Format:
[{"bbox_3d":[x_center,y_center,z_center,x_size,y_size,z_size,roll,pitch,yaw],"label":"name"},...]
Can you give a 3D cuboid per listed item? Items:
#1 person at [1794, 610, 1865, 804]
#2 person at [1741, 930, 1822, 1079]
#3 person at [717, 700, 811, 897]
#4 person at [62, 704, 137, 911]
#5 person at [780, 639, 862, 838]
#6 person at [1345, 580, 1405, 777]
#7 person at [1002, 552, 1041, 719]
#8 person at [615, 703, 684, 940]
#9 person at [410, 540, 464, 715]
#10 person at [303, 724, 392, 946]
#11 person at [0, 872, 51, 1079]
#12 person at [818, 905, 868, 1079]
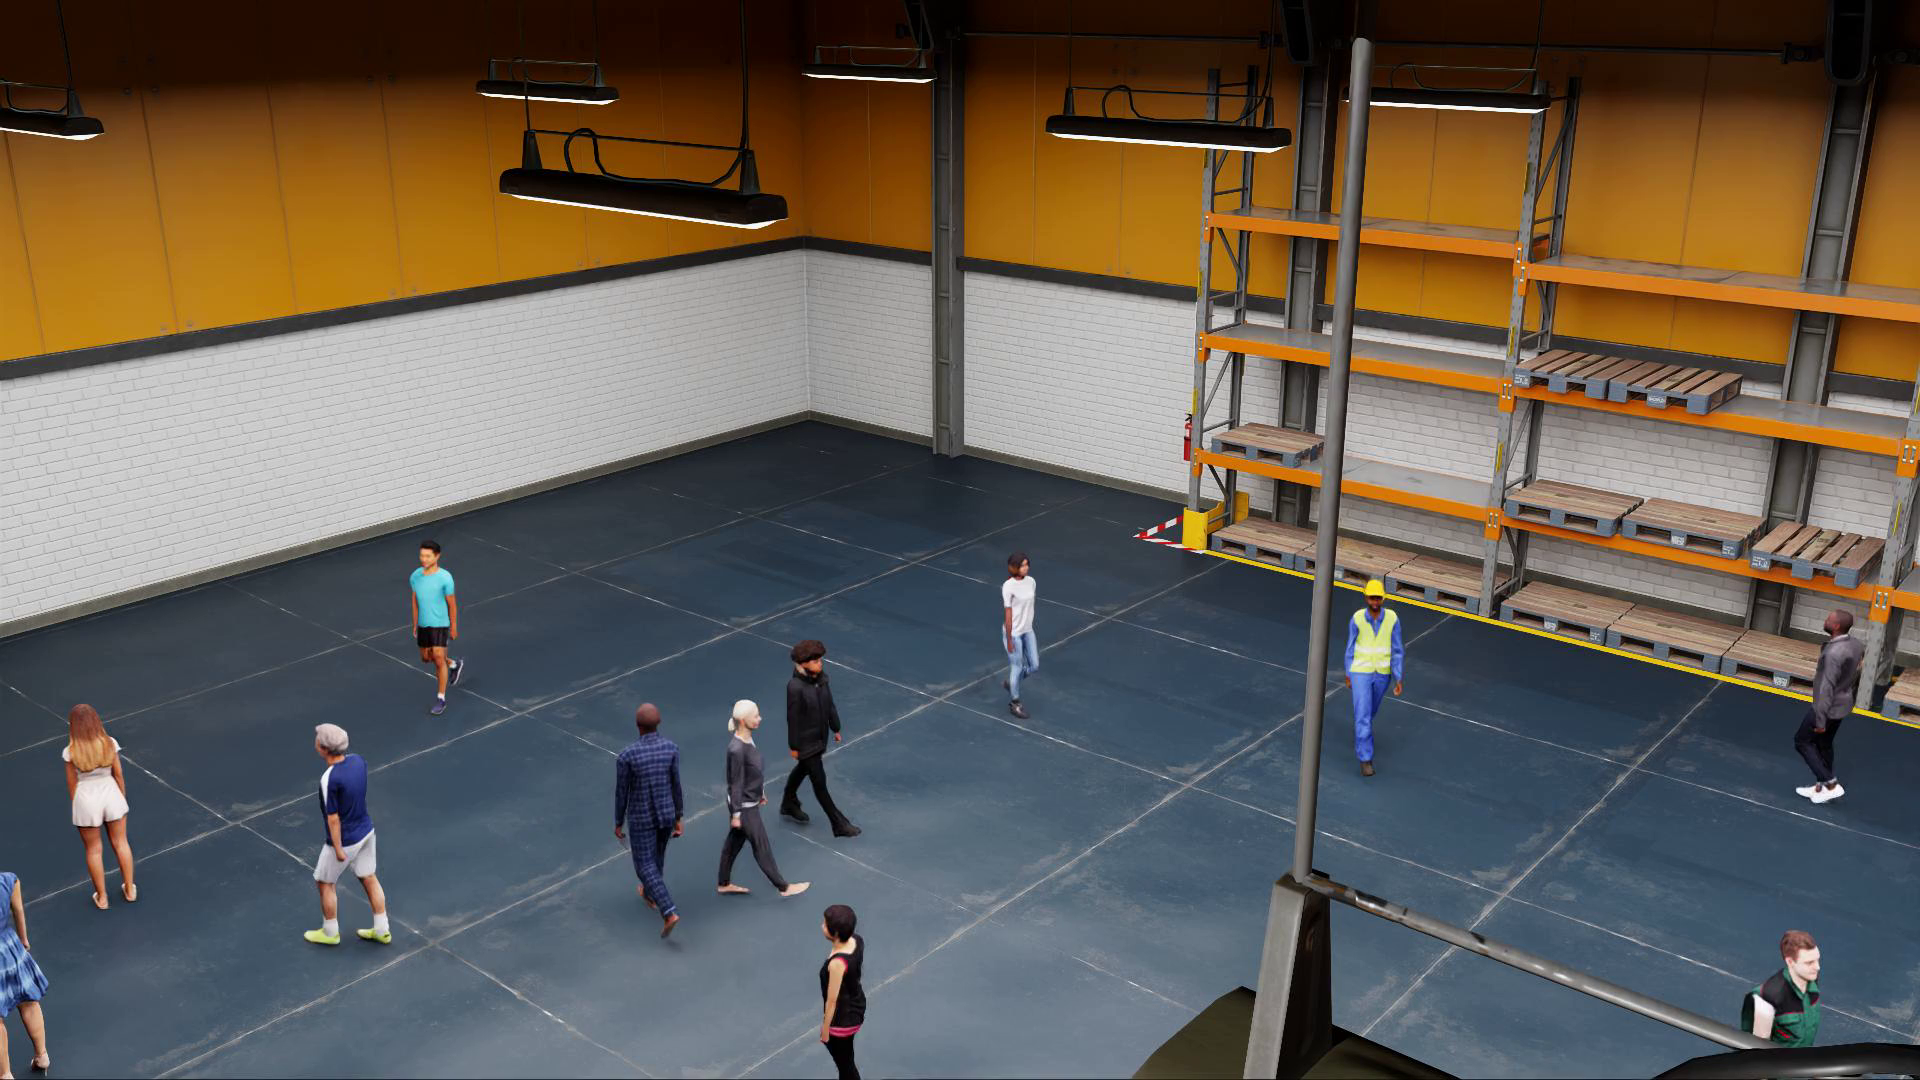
[{"bbox_3d":[7.731,1.507,14.610,0.775,1.805,0.751,-15,24,-38],"label":"person"},{"bbox_3d":[4.759,3.109,9.873,0.916,1.792,1.237,-11,21,-29],"label":"person"},{"bbox_3d":[-1.780,2.064,13.121,1.072,1.700,1.002,-1,19,-4],"label":"person"},{"bbox_3d":[-6.773,2.084,13.071,0.616,1.694,0.595,-15,24,-37],"label":"person"},{"bbox_3d":[-1.343,1.680,14.216,1.147,1.729,0.758,11,21,29],"label":"person"},{"bbox_3d":[3.836,1.219,15.518,1.201,1.771,1.228,0,19,-1],"label":"person"},{"bbox_3d":[0.529,0.924,16.493,0.651,1.709,0.738,-15,24,-38],"label":"person"},{"bbox_3d":[-2.322,2.151,12.726,0.846,1.786,1.190,-13,23,-34],"label":"person"},{"bbox_3d":[-5.230,0.827,16.699,0.987,1.760,0.924,5,19,15],"label":"person"},{"bbox_3d":[-4.497,2.226,12.454,0.967,1.818,0.829,6,19,16],"label":"person"},{"bbox_3d":[-6.282,2.777,10.837,0.603,1.806,0.690,12,22,31],"label":"person"},{"bbox_3d":[-0.664,3.009,10.565,0.695,1.539,0.656,5,19,14],"label":"person"}]
